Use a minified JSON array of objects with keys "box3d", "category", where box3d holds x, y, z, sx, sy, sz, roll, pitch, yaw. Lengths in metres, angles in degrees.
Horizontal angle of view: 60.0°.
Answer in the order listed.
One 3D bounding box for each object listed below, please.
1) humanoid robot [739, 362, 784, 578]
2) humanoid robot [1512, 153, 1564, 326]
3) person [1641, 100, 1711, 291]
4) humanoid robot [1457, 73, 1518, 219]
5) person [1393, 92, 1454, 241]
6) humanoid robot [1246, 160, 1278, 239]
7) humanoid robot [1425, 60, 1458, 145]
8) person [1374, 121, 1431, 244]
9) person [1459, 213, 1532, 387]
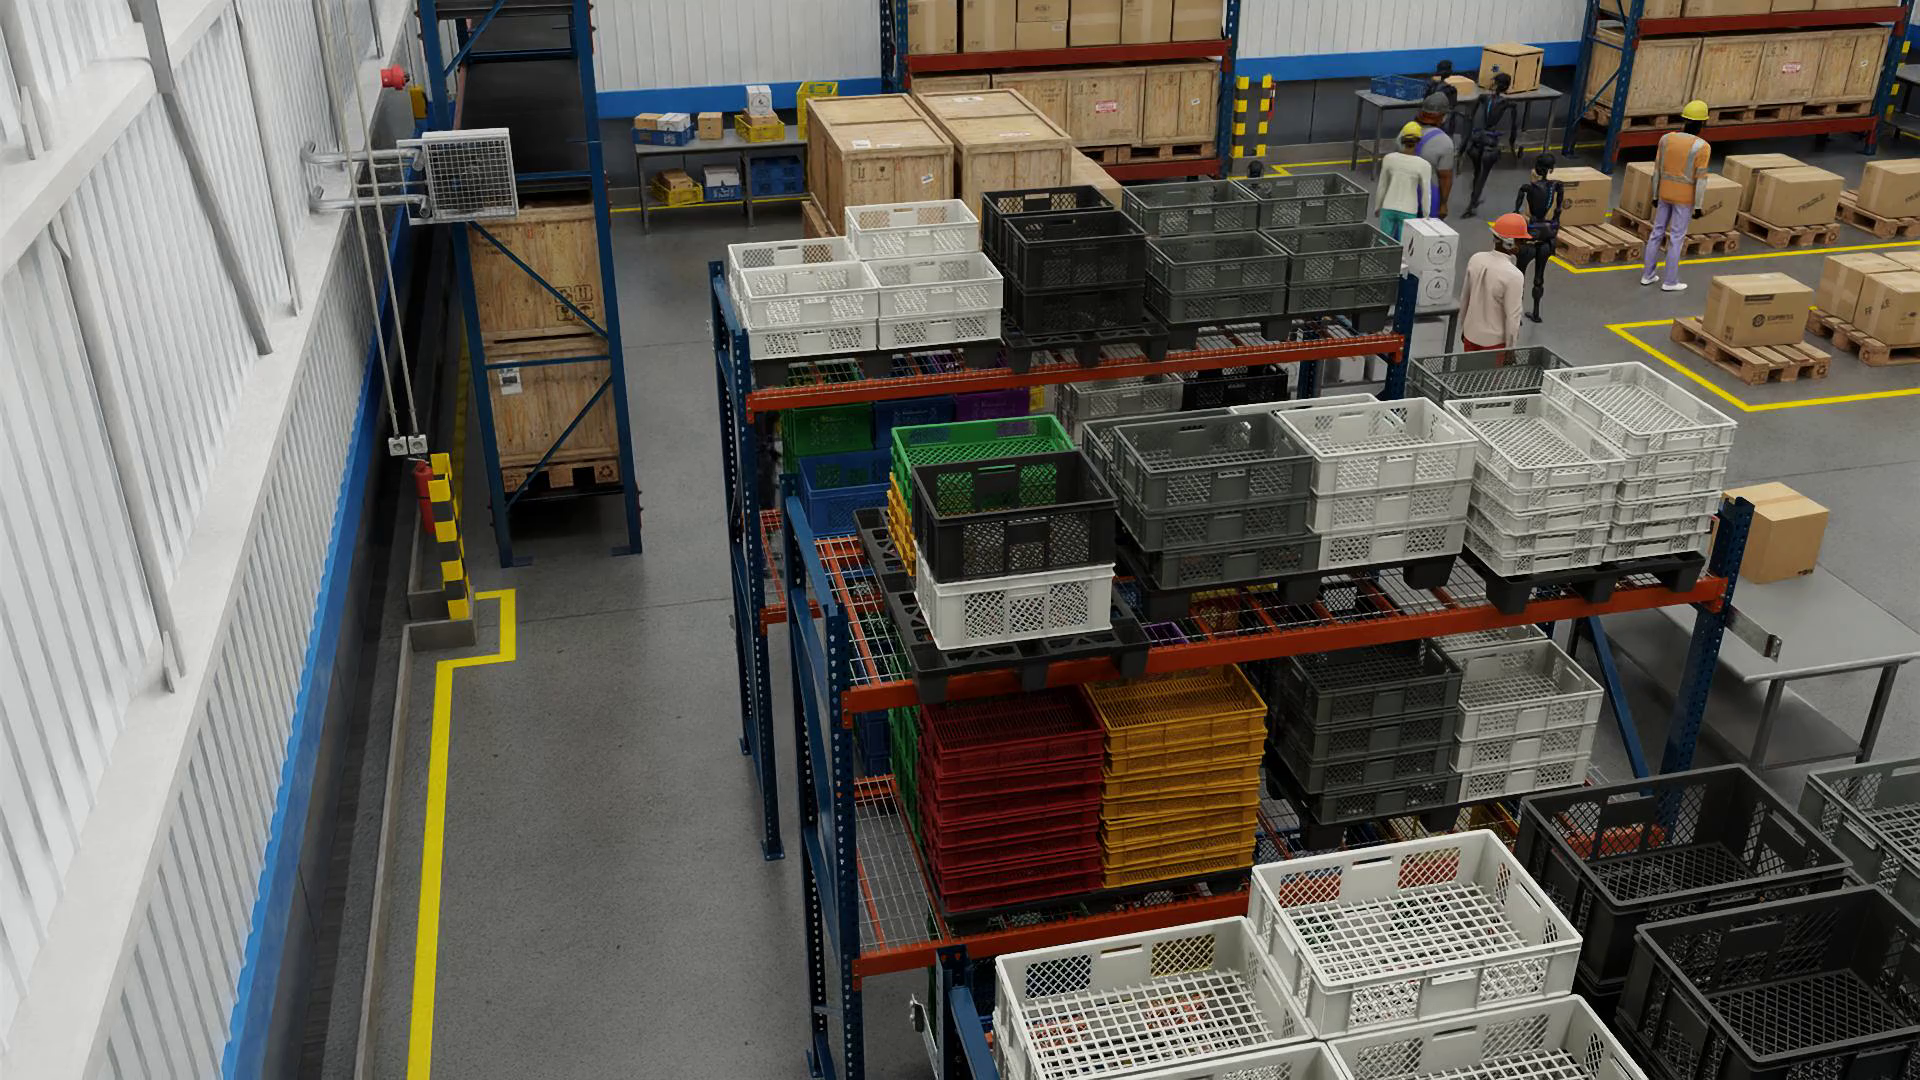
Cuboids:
[{"box3d":[-1.365,-0.543,11.559,0.328,1.650,0.594,-3,28,-5],"category":"humanoid robot"},{"box3d":[5.534,-2.908,16.050,0.554,1.653,0.318,-9,29,-16],"category":"humanoid robot"},{"box3d":[7.287,-3.489,16.888,0.359,1.927,0.586,-18,32,-30],"category":"person"},{"box3d":[6.109,-4.577,19.245,0.713,1.630,0.577,-22,35,-35],"category":"humanoid robot"},{"box3d":[4.702,-3.505,16.798,0.538,2.000,0.685,-19,33,-31],"category":"person"},{"box3d":[2.754,-2.804,15.851,0.579,1.652,0.308,5,28,10],"category":"humanoid robot"},{"box3d":[5.677,-4.852,19.744,0.403,1.651,0.627,-15,31,-26],"category":"humanoid robot"},{"box3d":[4.460,-3.325,16.765,0.569,1.758,0.356,19,33,32],"category":"person"},{"box3d":[4.242,-1.638,13.307,0.388,1.990,0.621,-12,30,-21],"category":"person"}]
